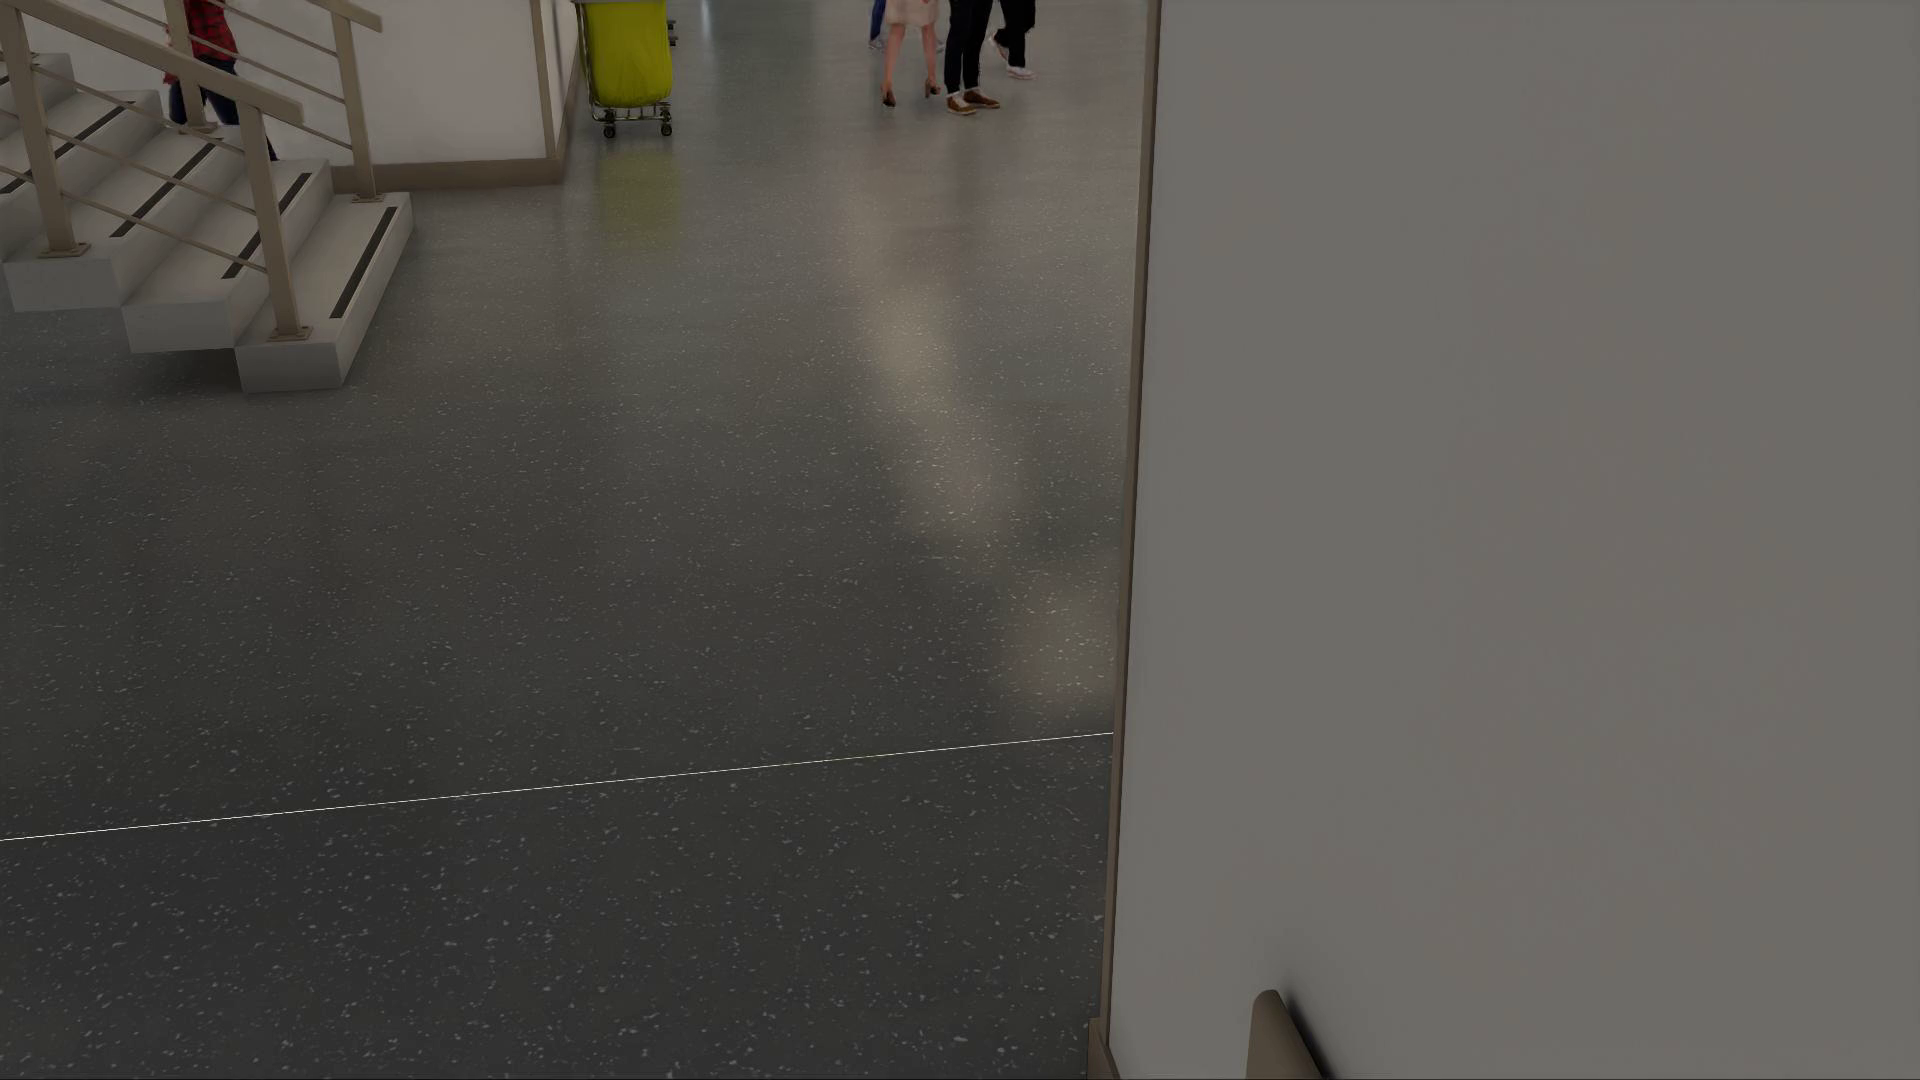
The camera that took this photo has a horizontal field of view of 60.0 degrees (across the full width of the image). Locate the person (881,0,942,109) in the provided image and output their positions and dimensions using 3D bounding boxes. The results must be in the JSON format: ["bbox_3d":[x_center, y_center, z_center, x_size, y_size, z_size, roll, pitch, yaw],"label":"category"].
[{"bbox_3d":[-0.392,-3.919,11.872,1.174,1.691,1.049,9,27,18],"label":"person"}]

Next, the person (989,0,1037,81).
[{"bbox_3d":[0.405,-4.545,13.182,0.946,1.680,0.893,20,32,35],"label":"person"}]

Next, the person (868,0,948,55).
[{"bbox_3d":[-0.581,-4.908,13.914,1.130,1.698,1.128,20,32,36],"label":"person"}]

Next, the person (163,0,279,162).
[{"bbox_3d":[-4.068,-2.684,9.196,1.167,1.790,0.796,-7,27,-14],"label":"person"}]

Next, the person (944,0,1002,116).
[{"bbox_3d":[0.072,-4.025,11.857,0.790,1.895,0.724,18,31,32],"label":"person"}]
